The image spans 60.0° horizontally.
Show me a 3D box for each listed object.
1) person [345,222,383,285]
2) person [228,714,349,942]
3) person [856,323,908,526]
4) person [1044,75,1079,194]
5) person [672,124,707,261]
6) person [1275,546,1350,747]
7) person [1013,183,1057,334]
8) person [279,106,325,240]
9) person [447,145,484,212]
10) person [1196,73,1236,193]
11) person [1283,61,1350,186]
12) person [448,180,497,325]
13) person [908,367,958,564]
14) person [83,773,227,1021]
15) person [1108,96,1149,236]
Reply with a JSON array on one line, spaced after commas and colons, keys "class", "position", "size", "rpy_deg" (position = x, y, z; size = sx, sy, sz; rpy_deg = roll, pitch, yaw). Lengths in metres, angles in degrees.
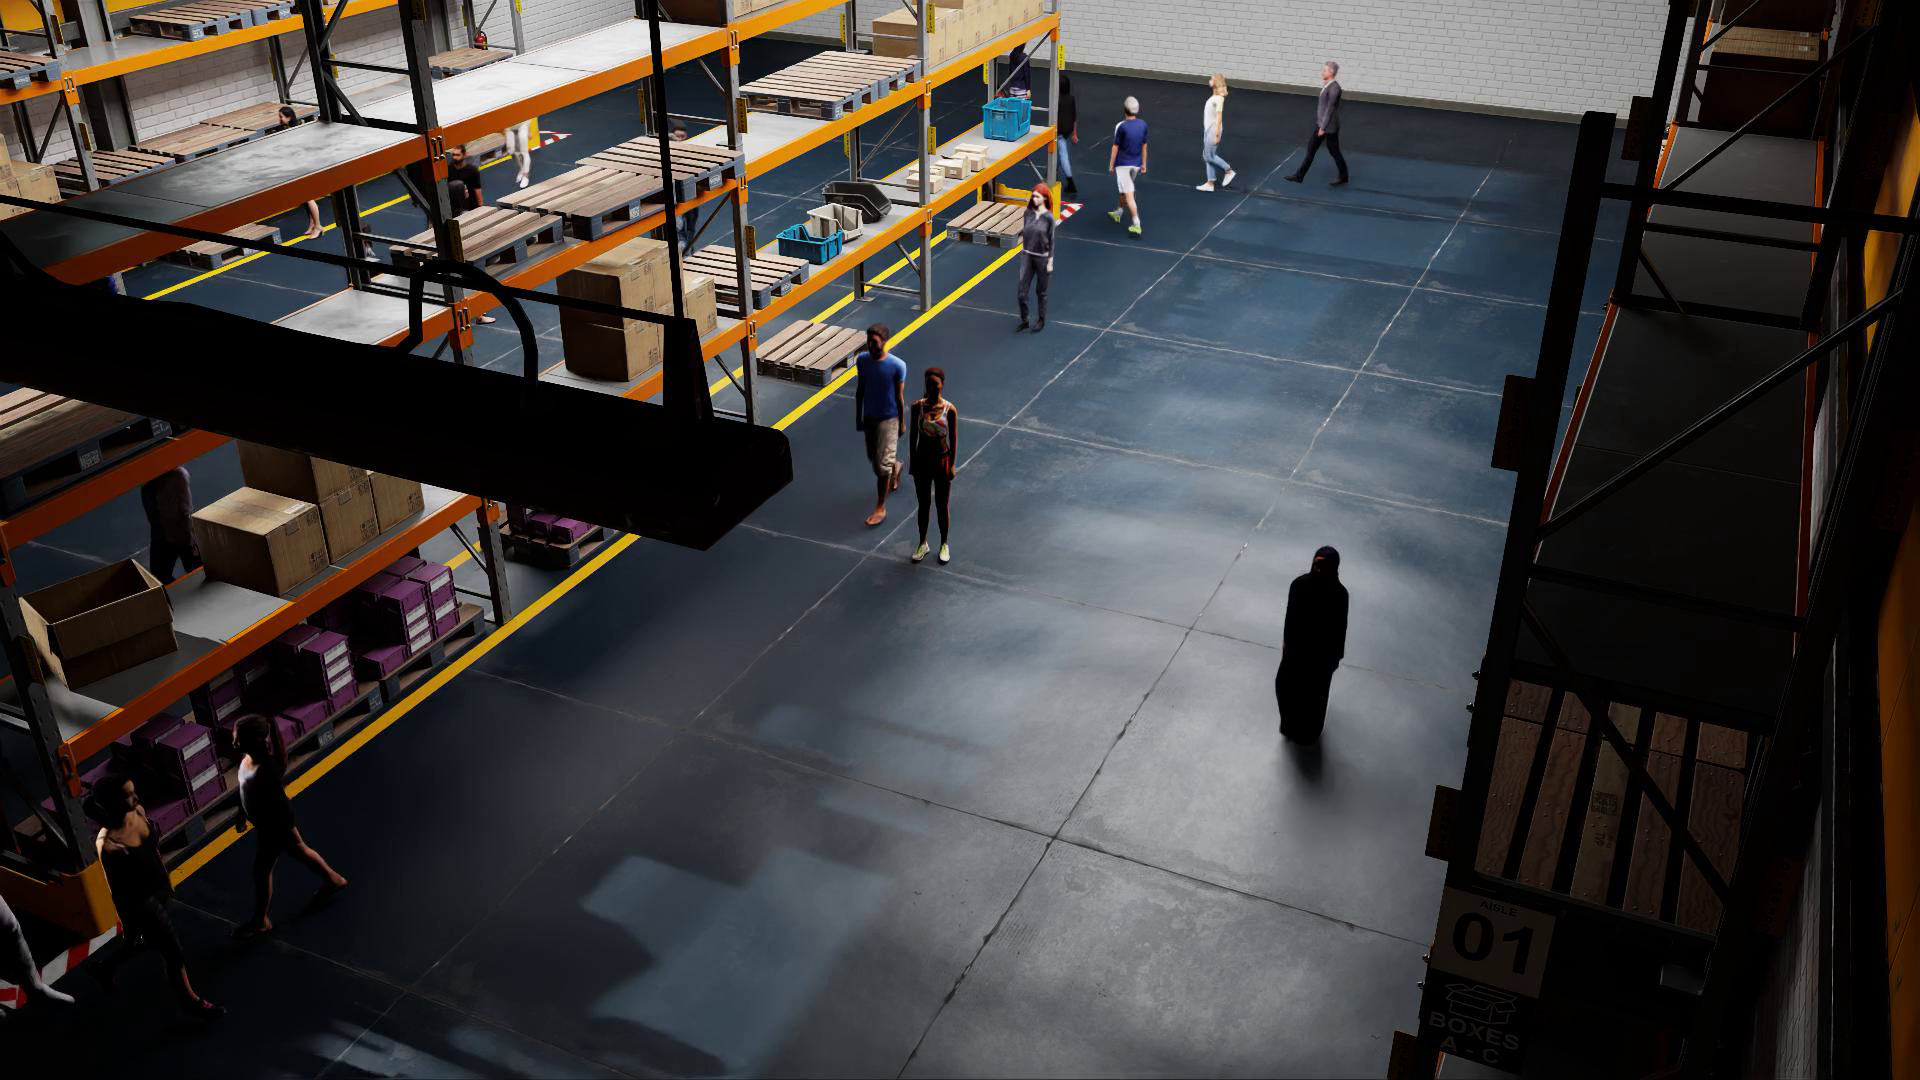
[{"class": "person", "position": [-6.223, -2.400, 17.554], "size": [0.727, 1.838, 1.012], "rpy_deg": [11, 30, 19]}, {"class": "person", "position": [-4.192, 1.708, 10.340], "size": [1.069, 1.533, 0.827], "rpy_deg": [-22, 35, -34]}, {"class": "person", "position": [-0.685, -1.139, 15.242], "size": [0.629, 1.837, 1.154], "rpy_deg": [13, 31, 22]}, {"class": "person", "position": [1.511, -5.803, 23.995], "size": [1.147, 1.643, 1.057], "rpy_deg": [-16, 32, -27]}, {"class": "person", "position": [-3.543, -4.397, 21.217], "size": [1.064, 1.835, 1.105], "rpy_deg": [-11, 31, -20]}, {"class": "person", "position": [2.587, 0.727, 12.060], "size": [0.617, 1.609, 0.710], "rpy_deg": [13, 31, 23]}, {"class": "person", "position": [0.937, -3.265, 19.217], "size": [0.666, 1.764, 0.743], "rpy_deg": [16, 33, 27]}, {"class": "person", "position": [-8.828, -4.913, 22.232], "size": [0.803, 1.769, 0.777], "rpy_deg": [-18, 33, -29]}, {"class": "person", "position": [-6.130, -4.133, 20.822], "size": [0.706, 1.750, 0.646], "rpy_deg": [8, 30, 14]}, {"class": "person", "position": [3.760, -5.880, 24.063], "size": [0.866, 1.713, 0.845], "rpy_deg": [0, 29, 0]}, {"class": "person", "position": [5.433, -6.030, 24.261], "size": [1.152, 1.788, 1.268], "rpy_deg": [-1, 29, -1]}, {"class": "person", "position": [-5.771, -3.393, 19.510], "size": [0.689, 1.708, 0.678], "rpy_deg": [-19, 34, -31]}, {"class": "person", "position": [-0.230, -0.657, 14.405], "size": [0.636, 1.792, 0.655], "rpy_deg": [4, 29, 8]}, {"class": "person", "position": [-4.759, 2.061, 9.525], "size": [0.853, 1.695, 1.046], "rpy_deg": [3, 29, 6]}, {"class": "person", "position": [2.303, -4.991, 22.351], "size": [1.187, 1.792, 1.162], "rpy_deg": [-14, 32, -24]}]
